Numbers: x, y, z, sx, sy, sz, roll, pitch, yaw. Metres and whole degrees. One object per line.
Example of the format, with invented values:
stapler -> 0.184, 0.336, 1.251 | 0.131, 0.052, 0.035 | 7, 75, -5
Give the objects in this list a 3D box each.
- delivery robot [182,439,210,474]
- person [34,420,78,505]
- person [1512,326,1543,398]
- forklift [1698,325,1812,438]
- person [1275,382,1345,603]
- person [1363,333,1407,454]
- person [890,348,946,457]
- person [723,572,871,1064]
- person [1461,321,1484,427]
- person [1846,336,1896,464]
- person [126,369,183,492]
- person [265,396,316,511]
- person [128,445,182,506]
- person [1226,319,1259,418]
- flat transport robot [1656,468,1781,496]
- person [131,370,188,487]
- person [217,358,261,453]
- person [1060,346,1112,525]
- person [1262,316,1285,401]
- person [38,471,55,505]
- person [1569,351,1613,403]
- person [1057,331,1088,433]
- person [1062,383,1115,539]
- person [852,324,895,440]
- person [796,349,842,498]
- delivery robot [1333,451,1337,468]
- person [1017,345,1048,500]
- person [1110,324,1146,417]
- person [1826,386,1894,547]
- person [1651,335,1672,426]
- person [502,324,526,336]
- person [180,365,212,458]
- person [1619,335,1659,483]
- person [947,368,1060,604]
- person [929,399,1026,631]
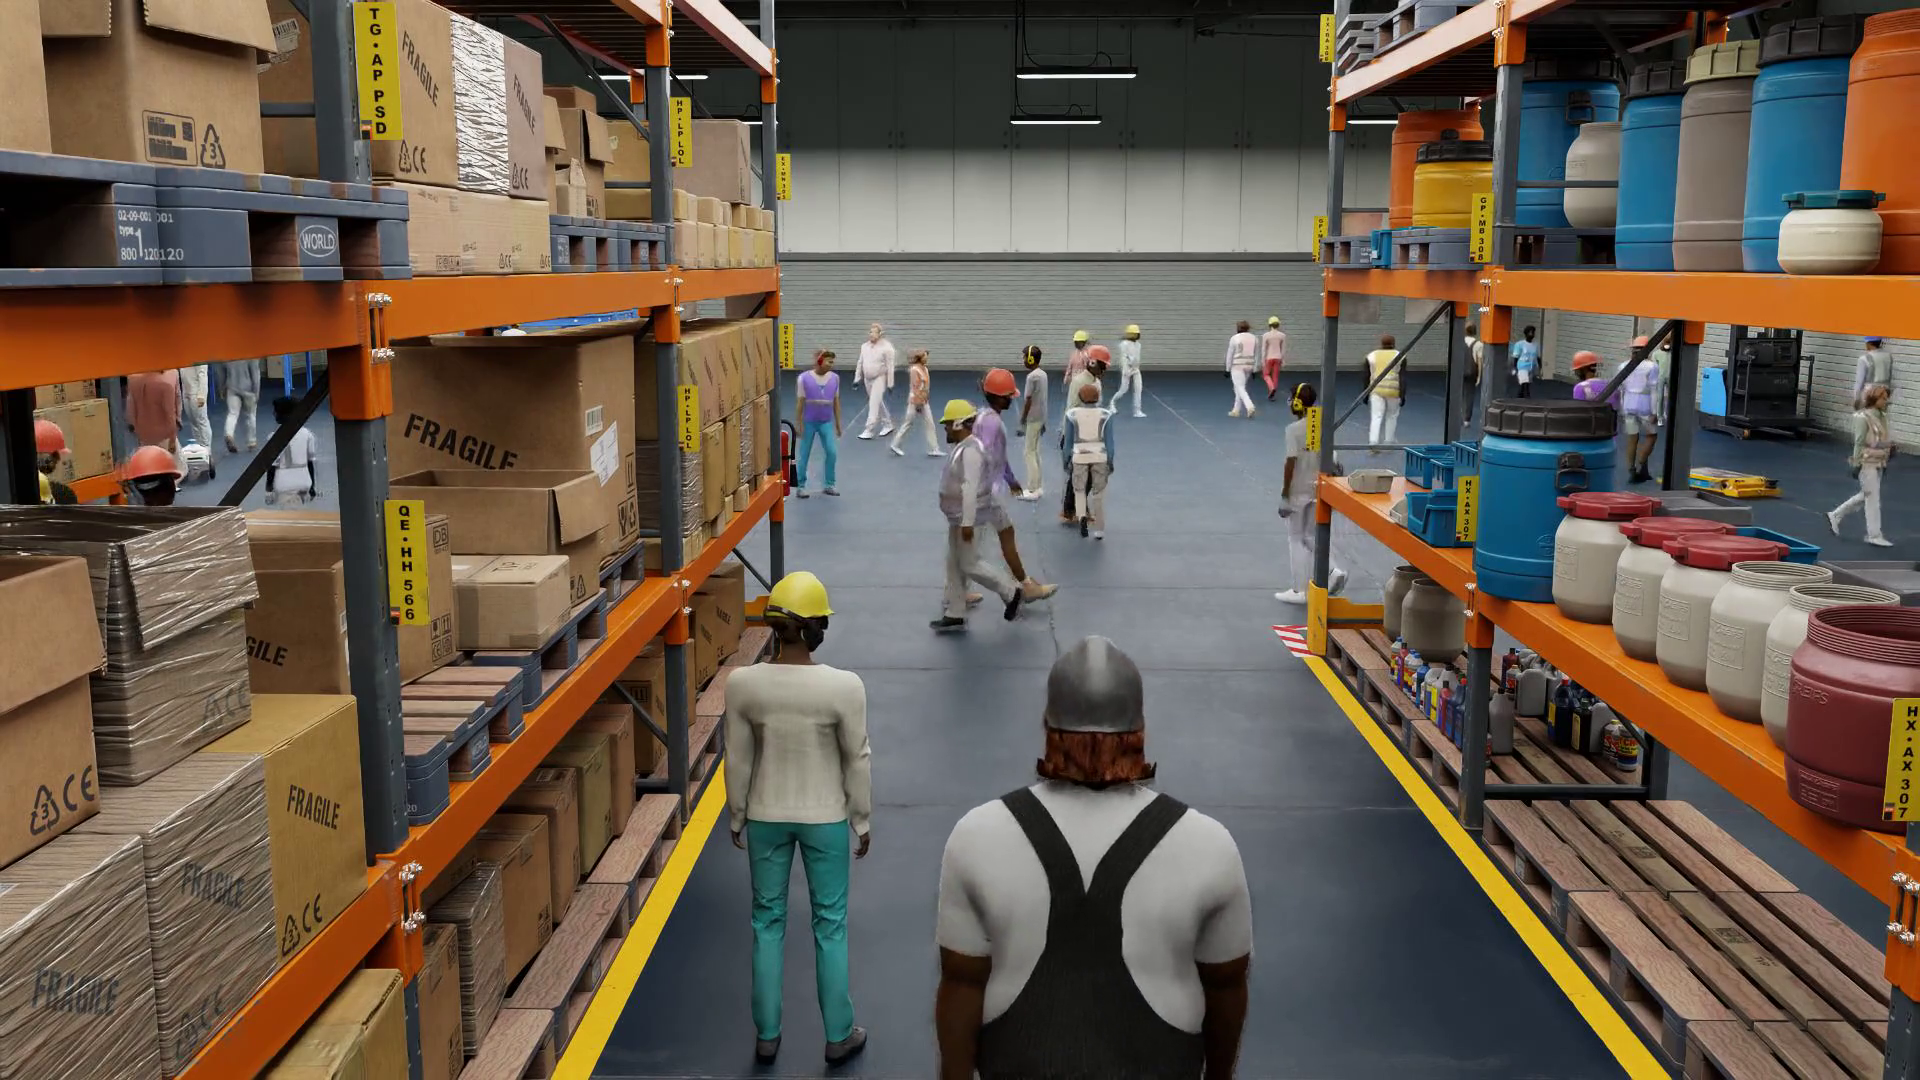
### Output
delivery robot -> -10.026, -1.074, 21.766 | 0.477, 0.478, 0.707 | -5, 11, -26
person -> -5.435, 0.269, 9.769 | 0.637, 1.937, 1.046 | 2, 10, 14
person -> 10.730, -3.196, 31.322 | 0.556, 1.646, 0.856 | -3, 10, -19
forklift -> 13.248, -3.165, 27.620 | 1.129, 2.768, 1.873 | 0, 9, 1
person -> 2.910, -0.382, 13.886 | 0.514, 1.860, 0.503 | -9, 13, -42
person -> 6.353, -2.193, 24.911 | 0.649, 1.808, 0.860 | 4, 10, 22
person -> -0.653, -2.029, 24.528 | 0.849, 1.598, 0.530 | 4, 10, 23
person -> -0.574, 0.990, 5.946 | 0.529, 1.765, 0.326 | 1, 10, 8
person -> 8.803, -2.874, 28.873 | 0.520, 1.833, 0.590 | 3, 10, 19
person -> 12.902, -2.020, 23.470 | 0.624, 1.931, 0.593 | -3, 10, -15
person -> -10.119, -1.546, 20.840 | 0.877, 1.871, 0.645 | 6, 11, 30
person -> -6.049, -0.483, 15.091 | 0.852, 1.655, 0.536 | 3, 10, 16
person -> -4.081, 0.466, 8.644 | 0.581, 1.906, 0.652 | 3, 10, 20
person -> 5.213, -3.146, 30.601 | 0.632, 1.816, 0.857 | -5, 11, -30
flat transport robot -> 9.519, -0.741, 20.903 | 0.652, 0.197, 1.431 | -3, 10, -17
person -> -8.705, -1.136, 18.040 | 0.617, 1.982, 0.466 | 4, 10, 21
person -> -10.796, -2.242, 24.880 | 0.639, 1.915, 0.845 | -1, 10, -4
person -> 1.398, -1.139, 18.138 | 0.663, 1.946, 0.687 | 5, 11, 27
person -> 6.461, -3.729, 34.241 | 0.531, 1.753, 0.459 | -2, 10, -12
person -> -4.778, 0.516, 8.632 | 0.619, 1.809, 0.476 | 0, 9, 1
person -> 6.809, -1.109, 18.130 | 0.592, 1.889, 0.779 | -4, 10, -21
person -> 1.967, -2.597, 27.574 | 0.911, 1.720, 0.524 | -6, 11, -31
person -> 1.318, -0.794, 17.052 | 0.559, 1.619, 0.535 | 1, 10, 5
person -> -1.372, -2.595, 27.169 | 0.642, 1.862, 0.994 | 8, 12, 40
person -> -1.701, -1.406, 20.210 | 0.572, 1.804, 0.604 | -5, 11, -29
delivery robot -> 4.713, -1.106, 21.960 | 0.477, 0.478, 0.707 | -1, 10, -7
person -> 0.874, -1.427, 20.158 | 0.367, 1.858, 0.522 | 4, 10, 20
person -> 3.146, -3.164, 30.957 | 0.487, 1.716, 0.741 | -6, 11, -34
person -> 9.226, -0.775, 16.961 | 0.521, 1.618, 0.709 | -6, 11, -33
person -> 12.325, -2.791, 29.053 | 0.525, 1.603, 0.466 | 2, 10, 14
person -> -8.503, -3.392, 31.877 | 0.524, 1.871, 0.325 | 1, 10, 4
person -> -10.982, -2.085, 23.839 | 0.629, 1.940, 0.379 | 9, 13, 43
person -> 8.834, -1.700, 21.613 | 0.471, 1.907, 0.576 | -7, 12, -37
person -> 0.341, -0.428, 13.760 | 0.985, 1.979, 0.647 | -2, 10, -9
person -> 0.123, -0.189, 12.891 | 0.681, 1.805, 0.603 | -2, 10, -10
